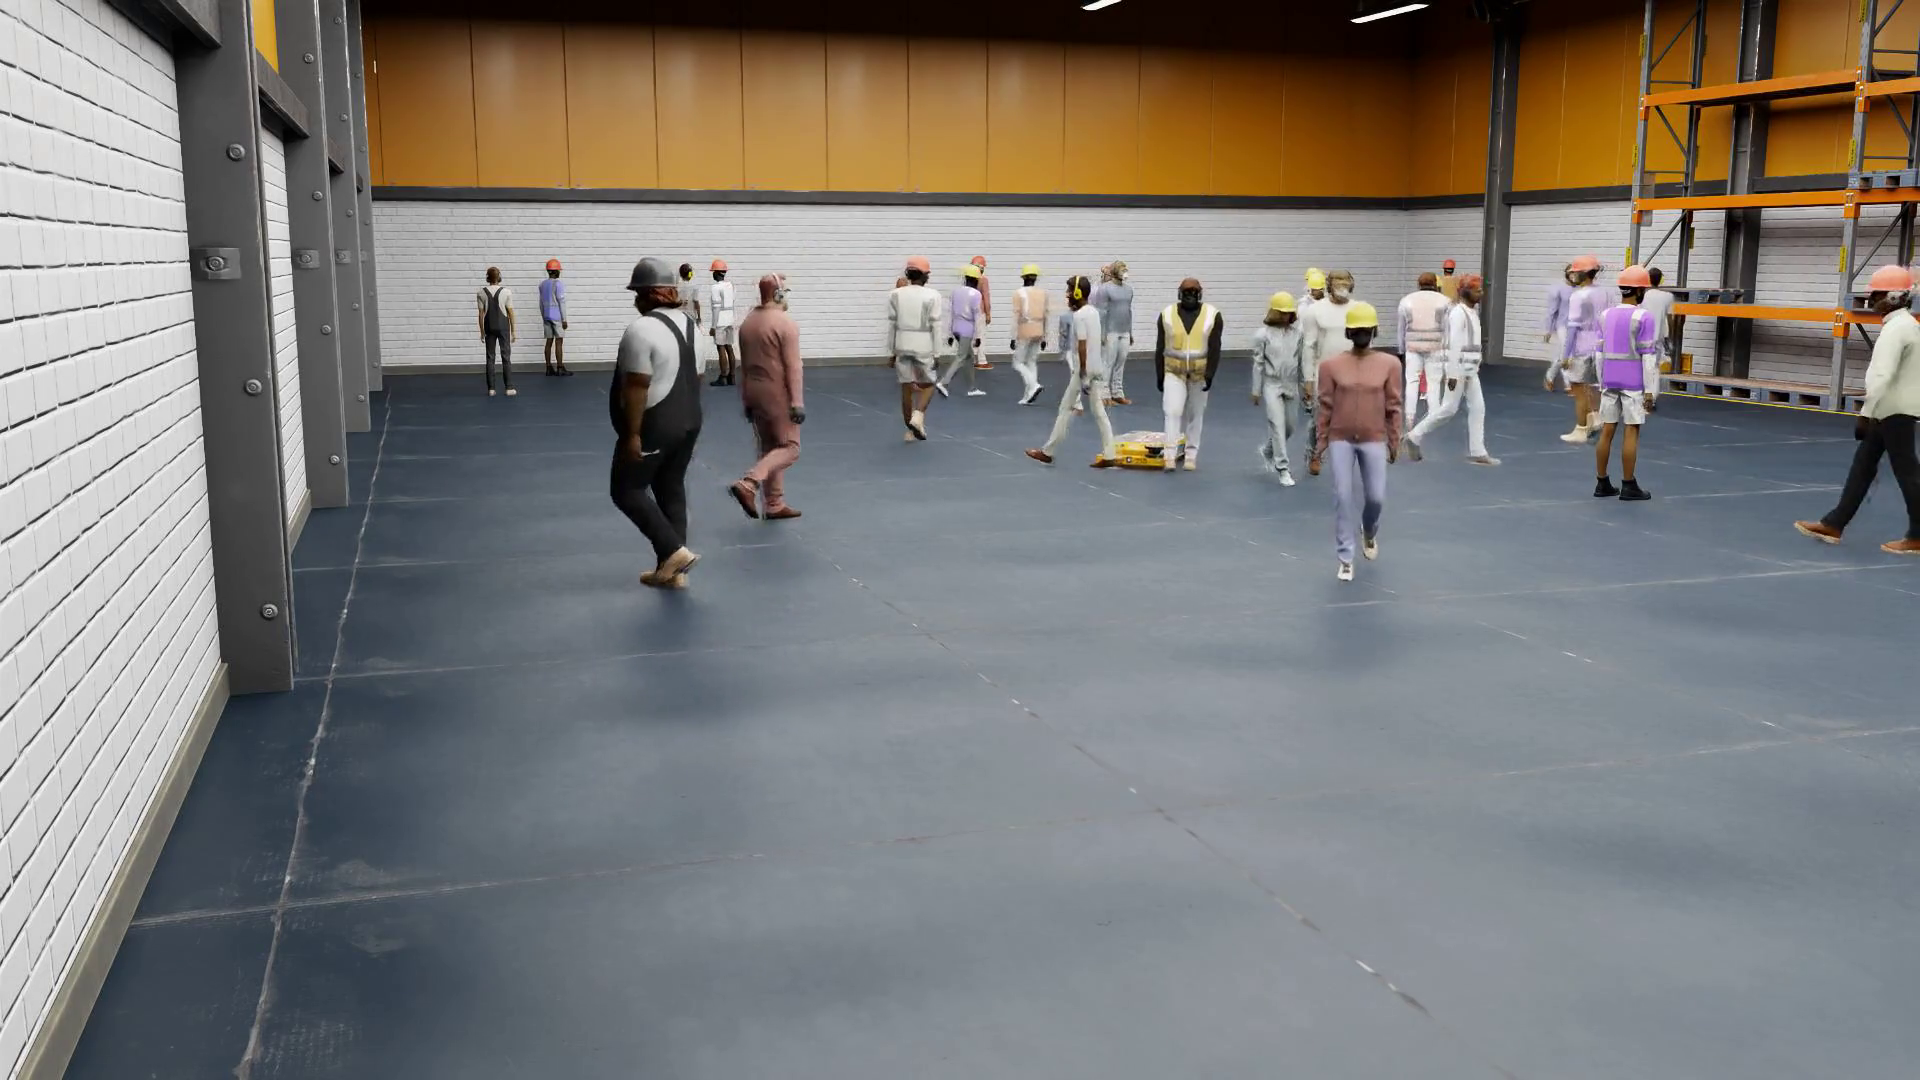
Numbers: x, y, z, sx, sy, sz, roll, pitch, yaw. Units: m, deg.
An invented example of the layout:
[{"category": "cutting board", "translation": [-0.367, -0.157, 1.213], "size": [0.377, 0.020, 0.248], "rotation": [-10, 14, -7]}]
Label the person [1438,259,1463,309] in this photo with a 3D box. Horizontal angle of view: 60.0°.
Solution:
[{"category": "person", "translation": [8.778, -4.093, 29.986], "size": [0.551, 1.932, 0.378], "rotation": [1, 10, 3]}]

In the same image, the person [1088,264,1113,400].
[{"category": "person", "translation": [2.009, -2.803, 22.645], "size": [0.659, 1.894, 0.400], "rotation": [-8, 13, -39]}]

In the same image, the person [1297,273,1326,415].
[{"category": "person", "translation": [4.437, -2.433, 20.796], "size": [0.404, 1.793, 0.612], "rotation": [9, 13, 43]}]

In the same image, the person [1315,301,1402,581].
[{"category": "person", "translation": [2.509, -0.635, 10.510], "size": [0.530, 1.750, 0.555], "rotation": [2, 10, 11]}]

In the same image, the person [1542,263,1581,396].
[{"category": "person", "translation": [8.724, -3.043, 24.003], "size": [0.647, 1.913, 0.933], "rotation": [-3, 10, -19]}]

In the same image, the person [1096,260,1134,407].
[{"category": "person", "translation": [2.088, -2.752, 22.212], "size": [0.630, 1.940, 0.370], "rotation": [-9, 13, -42]}]

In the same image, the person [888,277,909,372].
[{"category": "person", "translation": [-0.968, -3.652, 28.352], "size": [0.512, 1.645, 0.365], "rotation": [2, 10, 10]}]

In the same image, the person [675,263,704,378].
[{"category": "person", "translation": [-4.436, -3.556, 27.064], "size": [0.510, 1.872, 0.329], "rotation": [2, 10, 13]}]

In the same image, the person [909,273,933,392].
[{"category": "person", "translation": [-0.573, -3.119, 24.498], "size": [0.584, 1.891, 0.652], "rotation": [-1, 10, -4]}]

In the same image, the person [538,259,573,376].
[{"category": "person", "translation": [-6.721, -3.684, 27.604], "size": [0.542, 1.939, 0.364], "rotation": [6, 12, 33]}]

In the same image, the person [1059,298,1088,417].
[{"category": "person", "translation": [1.461, -2.372, 20.960], "size": [0.499, 1.607, 0.716], "rotation": [-4, 11, -23]}]

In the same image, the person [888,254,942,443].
[{"category": "person", "translation": [-0.488, -2.029, 17.781], "size": [0.622, 2.030, 0.521], "rotation": [3, 10, 19]}]

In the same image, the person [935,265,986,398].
[{"category": "person", "translation": [0.005, -2.944, 23.510], "size": [0.879, 1.887, 0.594], "rotation": [-7, 12, -33]}]

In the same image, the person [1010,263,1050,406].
[{"category": "person", "translation": [0.937, -2.732, 22.190], "size": [0.613, 1.901, 0.502], "rotation": [-7, 12, -35]}]

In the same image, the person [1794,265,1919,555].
[{"category": "person", "translation": [6.246, -0.887, 11.369], "size": [0.965, 1.945, 0.642], "rotation": [6, 12, 32]}]

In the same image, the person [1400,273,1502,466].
[{"category": "person", "translation": [4.765, -1.642, 16.057], "size": [0.899, 1.858, 0.577], "rotation": [6, 11, 31]}]

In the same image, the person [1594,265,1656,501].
[{"category": "person", "translation": [5.523, -1.295, 13.781], "size": [0.360, 1.938, 0.545], "rotation": [-6, 11, -31]}]

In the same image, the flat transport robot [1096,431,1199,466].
[{"category": "flat transport robot", "translation": [1.865, -0.913, 16.389], "size": [0.652, 0.197, 1.431], "rotation": [4, 11, 22]}]

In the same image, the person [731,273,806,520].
[{"category": "person", "translation": [-1.466, -1.064, 12.560], "size": [0.595, 1.891, 0.655], "rotation": [-7, 12, -37]}]

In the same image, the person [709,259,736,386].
[{"category": "person", "translation": [-3.667, -3.326, 25.534], "size": [0.364, 1.939, 0.542], "rotation": [5, 11, 25]}]

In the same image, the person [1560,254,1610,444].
[{"category": "person", "translation": [6.655, -2.039, 17.815], "size": [0.644, 2.029, 0.422], "rotation": [-8, 13, -40]}]

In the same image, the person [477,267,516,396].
[{"category": "person", "translation": [-6.632, -2.984, 23.826], "size": [0.508, 1.845, 0.345], "rotation": [-1, 10, -6]}]

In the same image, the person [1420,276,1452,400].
[{"category": "person", "translation": [6.647, -2.853, 23.378], "size": [0.528, 1.742, 0.778], "rotation": [4, 11, 21]}]

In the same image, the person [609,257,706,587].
[{"category": "person", "translation": [-1.840, -0.700, 10.038], "size": [0.536, 2.000, 0.703], "rotation": [5, 11, 25]}]

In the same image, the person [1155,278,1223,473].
[{"category": "person", "translation": [2.105, -1.508, 15.388], "size": [0.625, 1.803, 0.869], "rotation": [2, 10, 9]}]

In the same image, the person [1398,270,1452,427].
[{"category": "person", "translation": [5.469, -2.245, 19.563], "size": [0.625, 1.843, 0.429], "rotation": [4, 11, 23]}]

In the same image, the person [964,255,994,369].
[{"category": "person", "translation": [0.323, -3.994, 29.235], "size": [0.376, 1.997, 0.612], "rotation": [-9, 13, -41]}]

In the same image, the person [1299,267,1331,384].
[{"category": "person", "translation": [5.509, -3.318, 25.833], "size": [0.619, 1.814, 0.436], "rotation": [-9, 13, -42]}]

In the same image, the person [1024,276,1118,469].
[{"category": "person", "translation": [1.103, -1.584, 15.814], "size": [0.970, 1.817, 0.508], "rotation": [6, 11, 30]}]

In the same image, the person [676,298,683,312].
[{"category": "person", "translation": [-4.487, -3.130, 25.290], "size": [0.627, 1.616, 0.447], "rotation": [-5, 11, -29]}]

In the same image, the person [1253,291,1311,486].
[{"category": "person", "translation": [2.821, -1.360, 14.812], "size": [0.543, 1.704, 0.729], "rotation": [-3, 10, -16]}]

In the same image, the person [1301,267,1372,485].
[{"category": "person", "translation": [3.338, -1.461, 14.800], "size": [0.646, 1.924, 0.679], "rotation": [0, 10, 1]}]

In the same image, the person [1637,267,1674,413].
[{"category": "person", "translation": [8.801, -2.546, 21.247], "size": [0.552, 1.857, 0.494], "rotation": [1, 10, 9]}]
